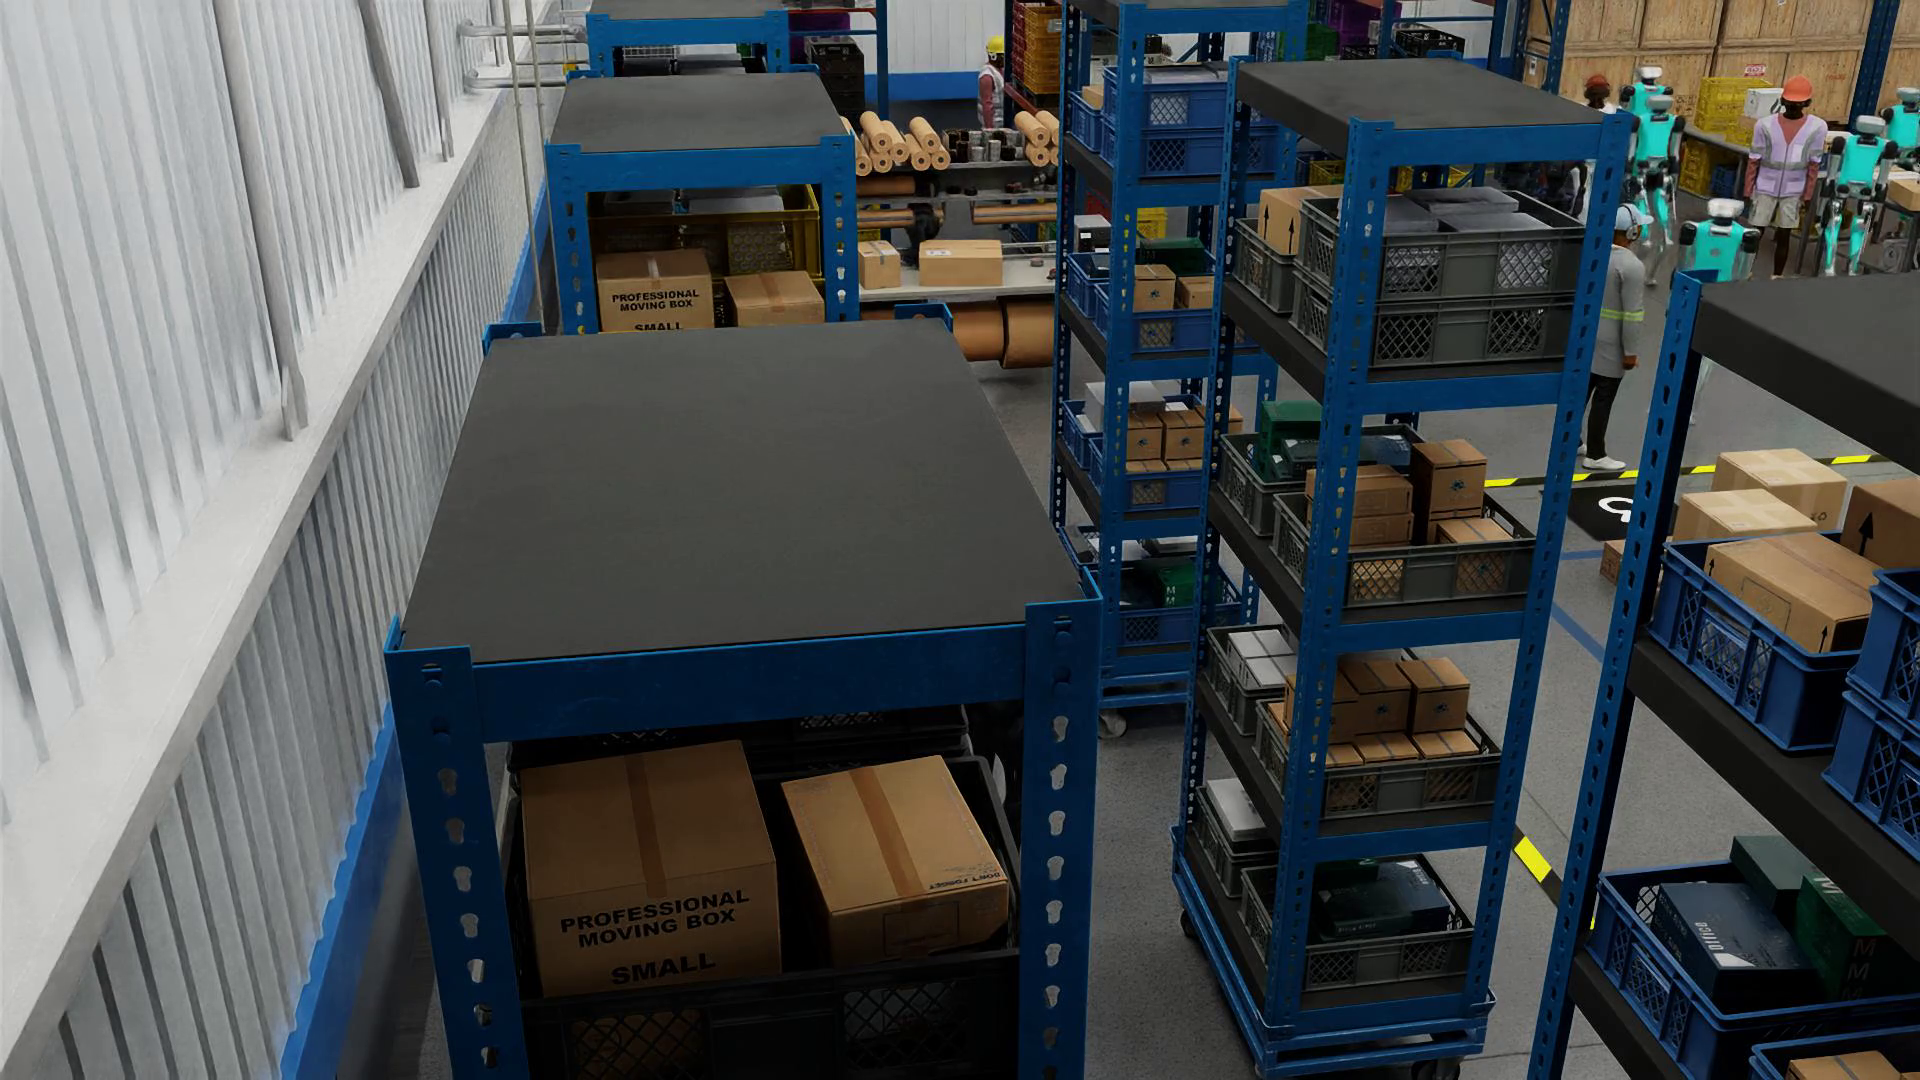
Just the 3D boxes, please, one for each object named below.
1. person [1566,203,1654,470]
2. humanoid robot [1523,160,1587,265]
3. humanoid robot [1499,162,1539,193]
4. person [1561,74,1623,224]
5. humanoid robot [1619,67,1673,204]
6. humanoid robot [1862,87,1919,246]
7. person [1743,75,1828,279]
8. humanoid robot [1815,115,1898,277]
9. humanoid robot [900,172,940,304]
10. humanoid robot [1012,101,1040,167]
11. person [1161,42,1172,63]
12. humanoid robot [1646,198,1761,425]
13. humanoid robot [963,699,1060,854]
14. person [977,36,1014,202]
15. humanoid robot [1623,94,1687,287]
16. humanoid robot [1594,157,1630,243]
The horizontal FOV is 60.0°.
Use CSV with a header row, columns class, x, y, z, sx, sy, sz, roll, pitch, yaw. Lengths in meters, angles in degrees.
class,x,y,z,sx,sy,sz,roll,pitch,yaw
person,4.464,-1.392,11.430,0.368,1.852,0.589,-7,26,-14
humanoid robot,5.422,-3.013,15.225,0.595,1.615,0.823,18,30,34
humanoid robot,5.616,-3.677,16.602,0.399,1.635,0.607,-2,25,-5
person,6.186,-3.674,16.433,0.568,1.848,0.993,-1,25,-2
humanoid robot,6.962,-4.034,17.426,0.539,1.879,0.732,-1,25,-3
humanoid robot,9.134,-3.424,16.001,0.539,1.722,1.047,-5,25,-10
person,7.443,-3.184,15.120,0.598,2.036,0.400,11,27,22
humanoid robot,7.783,-2.741,14.543,0.537,1.824,0.726,7,26,15
humanoid robot,-0.360,-2.105,13.186,0.396,1.636,0.593,-1,25,-3
humanoid robot,0.759,-4.341,18.086,0.742,1.628,0.589,-6,25,-13
person,2.199,-4.630,18.544,0.775,1.798,0.650,-4,25,-9
humanoid robot,5.458,-1.686,12.214,0.581,1.768,0.796,12,27,25
humanoid robot,0.187,0.699,7.076,0.315,1.657,0.599,-17,30,-32
person,0.405,-4.746,18.760,0.404,1.824,0.584,7,26,15
humanoid robot,6.474,-3.210,15.514,0.530,1.778,0.702,0,25,0
humanoid robot,5.487,-2.449,13.950,0.589,1.632,0.612,19,31,36
